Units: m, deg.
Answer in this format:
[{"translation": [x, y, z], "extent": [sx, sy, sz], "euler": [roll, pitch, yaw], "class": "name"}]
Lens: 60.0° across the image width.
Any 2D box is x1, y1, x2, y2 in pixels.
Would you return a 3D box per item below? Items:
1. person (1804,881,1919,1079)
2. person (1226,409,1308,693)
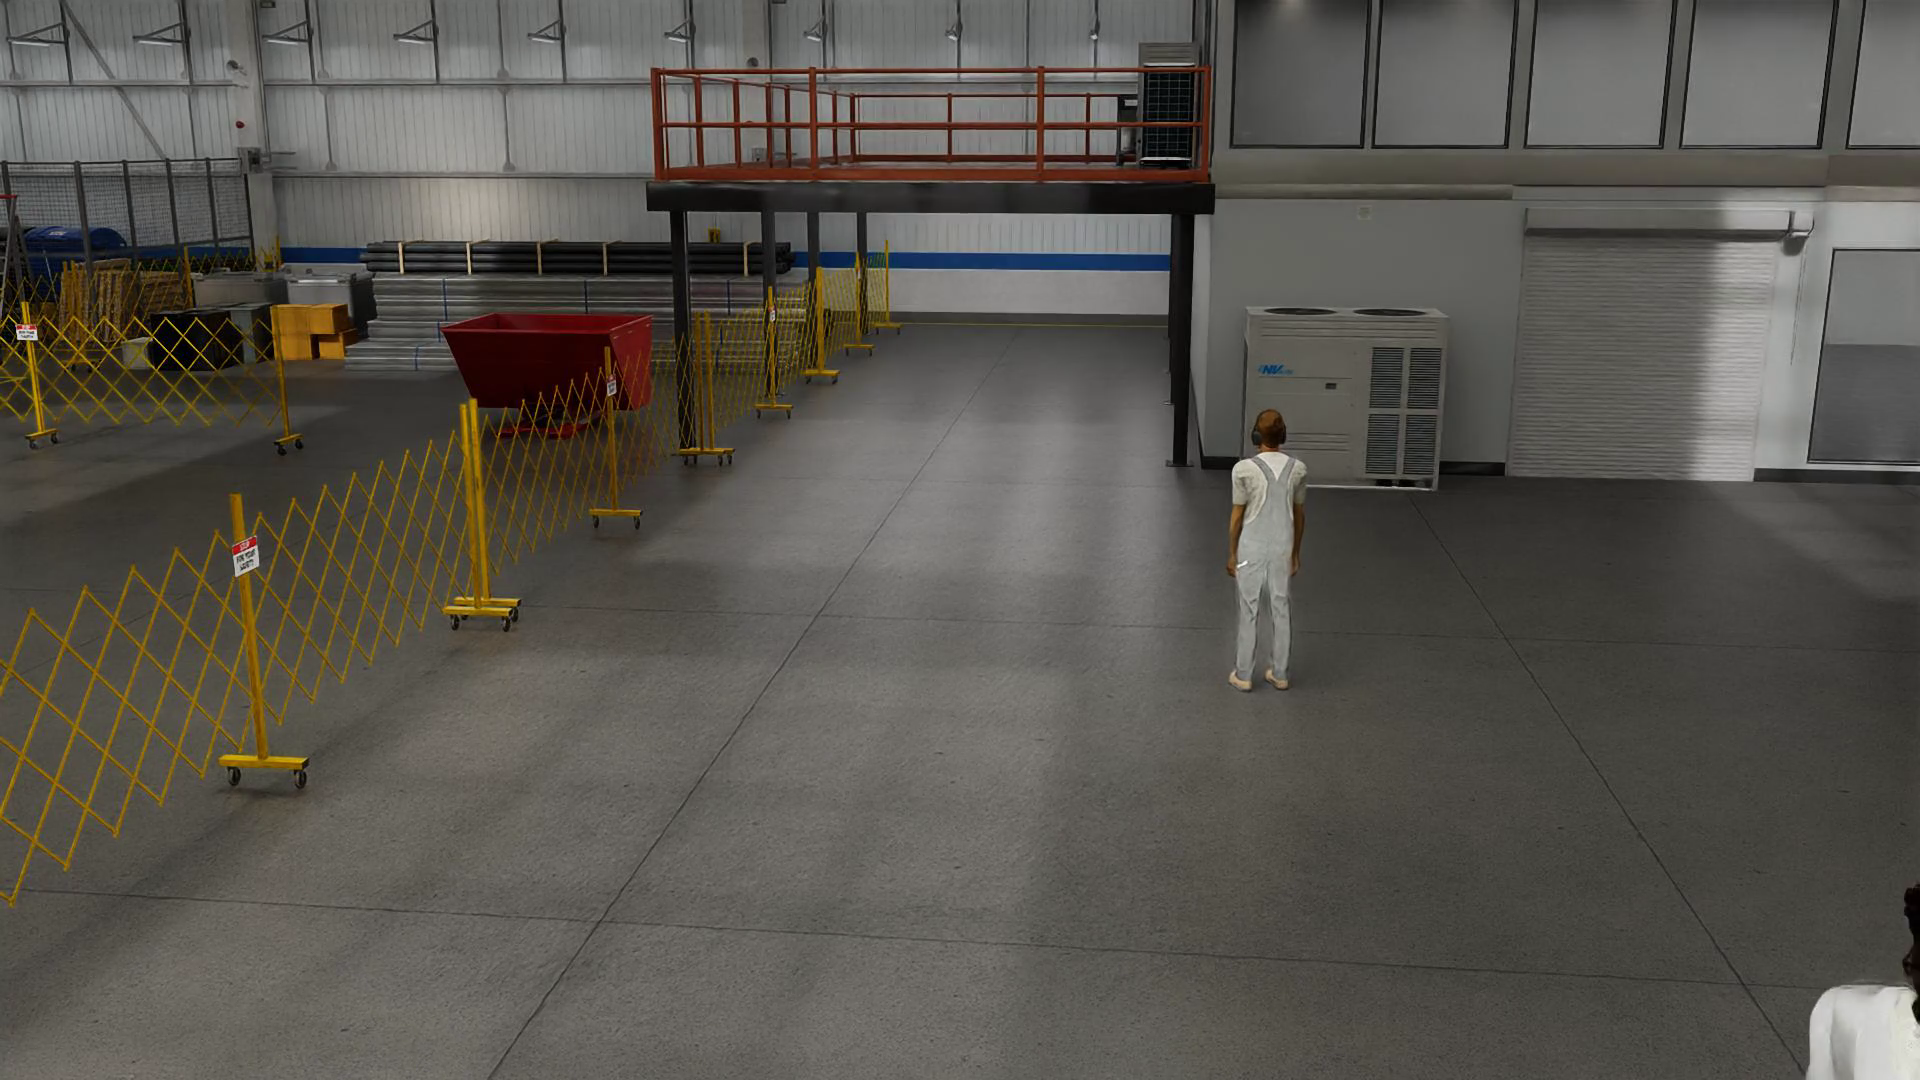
[{"translation": [2.290, 1.667, 3.936], "extent": [0.805, 1.943, 0.611], "euler": [-12, 18, -41], "class": "person"}, {"translation": [1.959, 0.077, 10.661], "extent": [0.501, 1.839, 0.340], "euler": [-3, 14, -13], "class": "person"}]
